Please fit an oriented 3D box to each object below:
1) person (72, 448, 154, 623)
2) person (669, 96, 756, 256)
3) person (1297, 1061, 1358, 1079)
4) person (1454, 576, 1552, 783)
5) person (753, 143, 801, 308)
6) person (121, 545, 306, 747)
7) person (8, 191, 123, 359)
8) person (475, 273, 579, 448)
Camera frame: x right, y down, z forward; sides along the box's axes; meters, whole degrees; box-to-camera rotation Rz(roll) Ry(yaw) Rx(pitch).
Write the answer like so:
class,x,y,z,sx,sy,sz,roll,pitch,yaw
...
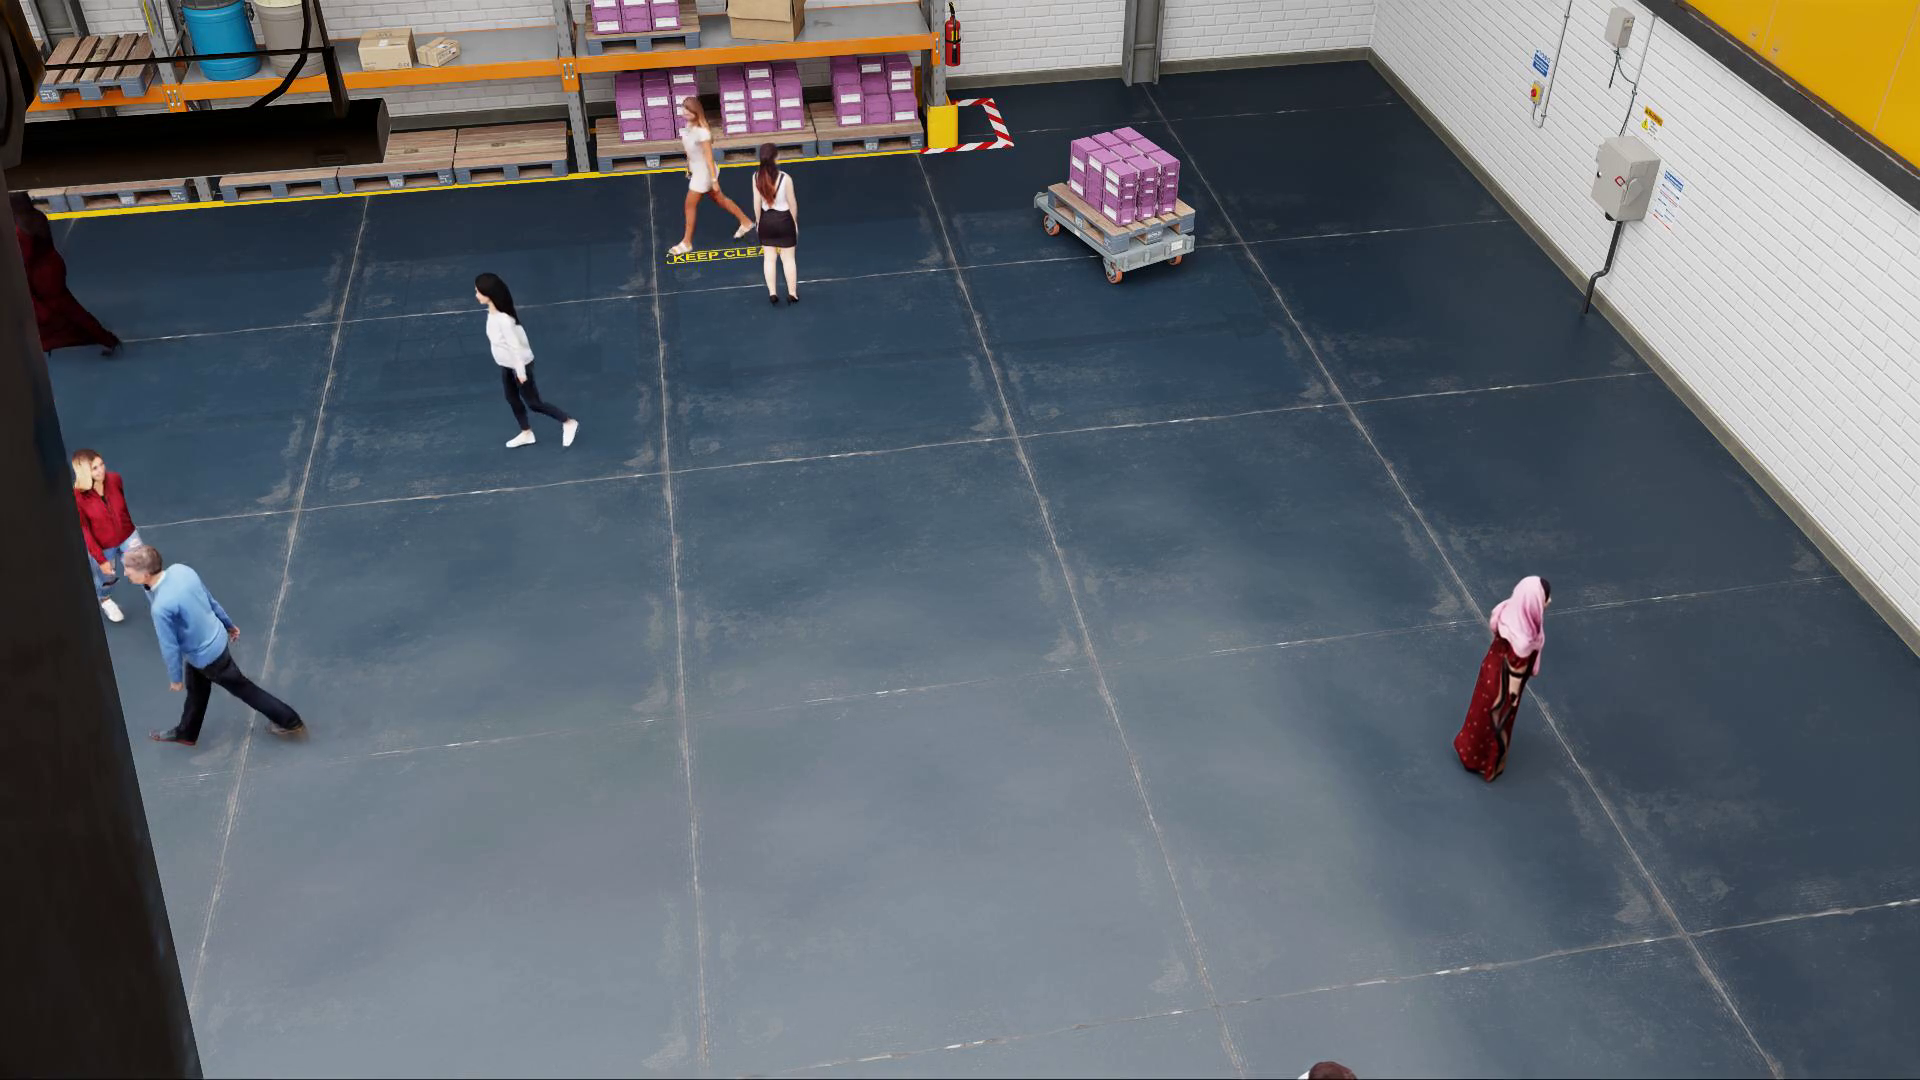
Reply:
class,x,y,z,sx,sy,sz,roll,pitch,yaw
person,-6.168,0.022,12.010,1.170,1.591,1.083,22,44,25
person,-2.471,-3.642,16.554,1.202,1.646,0.745,-12,40,-15
person,1.640,3.077,7.980,0.655,1.845,0.717,5,39,6
person,3.568,0.878,10.905,0.746,1.632,0.771,7,39,8
person,-1.735,-2.967,15.707,0.532,1.648,0.663,4,39,4
person,-4.900,0.713,11.035,1.203,1.729,0.646,-4,39,-5
person,-8.064,-2.345,14.873,1.090,1.717,0.753,-10,40,-12
person,-3.615,-1.485,13.835,0.947,1.668,0.819,-25,45,-27
